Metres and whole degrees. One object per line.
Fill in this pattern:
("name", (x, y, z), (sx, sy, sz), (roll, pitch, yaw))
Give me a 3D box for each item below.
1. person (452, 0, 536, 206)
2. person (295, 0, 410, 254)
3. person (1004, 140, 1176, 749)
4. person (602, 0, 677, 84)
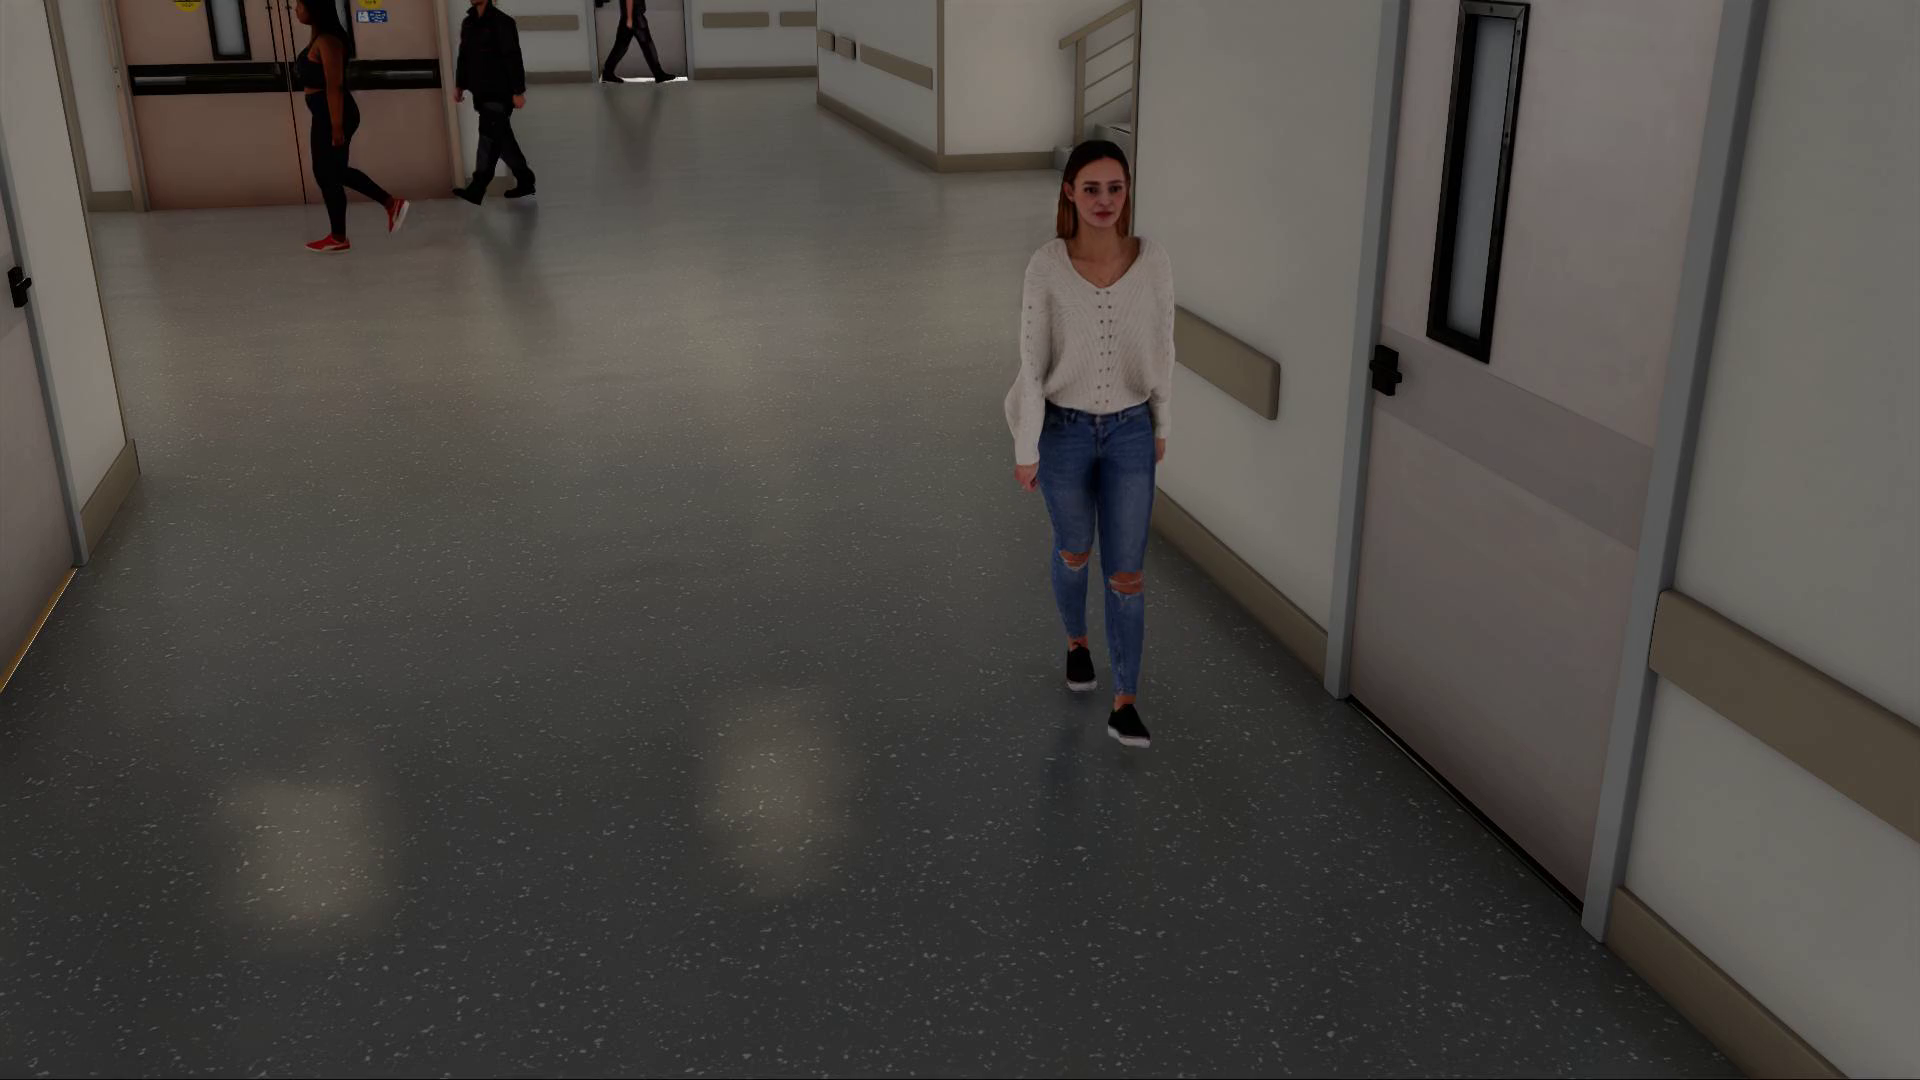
("person", (-3.690, -3.622, 13.371), (1.132, 1.819, 1.270), (18, 27, 39))
("person", (-4.229, -2.892, 11.471), (0.934, 1.800, 0.692), (-6, 22, -16))
("person", (0.366, -0.298, 4.824), (0.976, 1.657, 0.817), (-2, 21, -4))
("person", (-4.505, -6.999, 22.320), (1.243, 1.796, 0.766), (-8, 22, -20))
